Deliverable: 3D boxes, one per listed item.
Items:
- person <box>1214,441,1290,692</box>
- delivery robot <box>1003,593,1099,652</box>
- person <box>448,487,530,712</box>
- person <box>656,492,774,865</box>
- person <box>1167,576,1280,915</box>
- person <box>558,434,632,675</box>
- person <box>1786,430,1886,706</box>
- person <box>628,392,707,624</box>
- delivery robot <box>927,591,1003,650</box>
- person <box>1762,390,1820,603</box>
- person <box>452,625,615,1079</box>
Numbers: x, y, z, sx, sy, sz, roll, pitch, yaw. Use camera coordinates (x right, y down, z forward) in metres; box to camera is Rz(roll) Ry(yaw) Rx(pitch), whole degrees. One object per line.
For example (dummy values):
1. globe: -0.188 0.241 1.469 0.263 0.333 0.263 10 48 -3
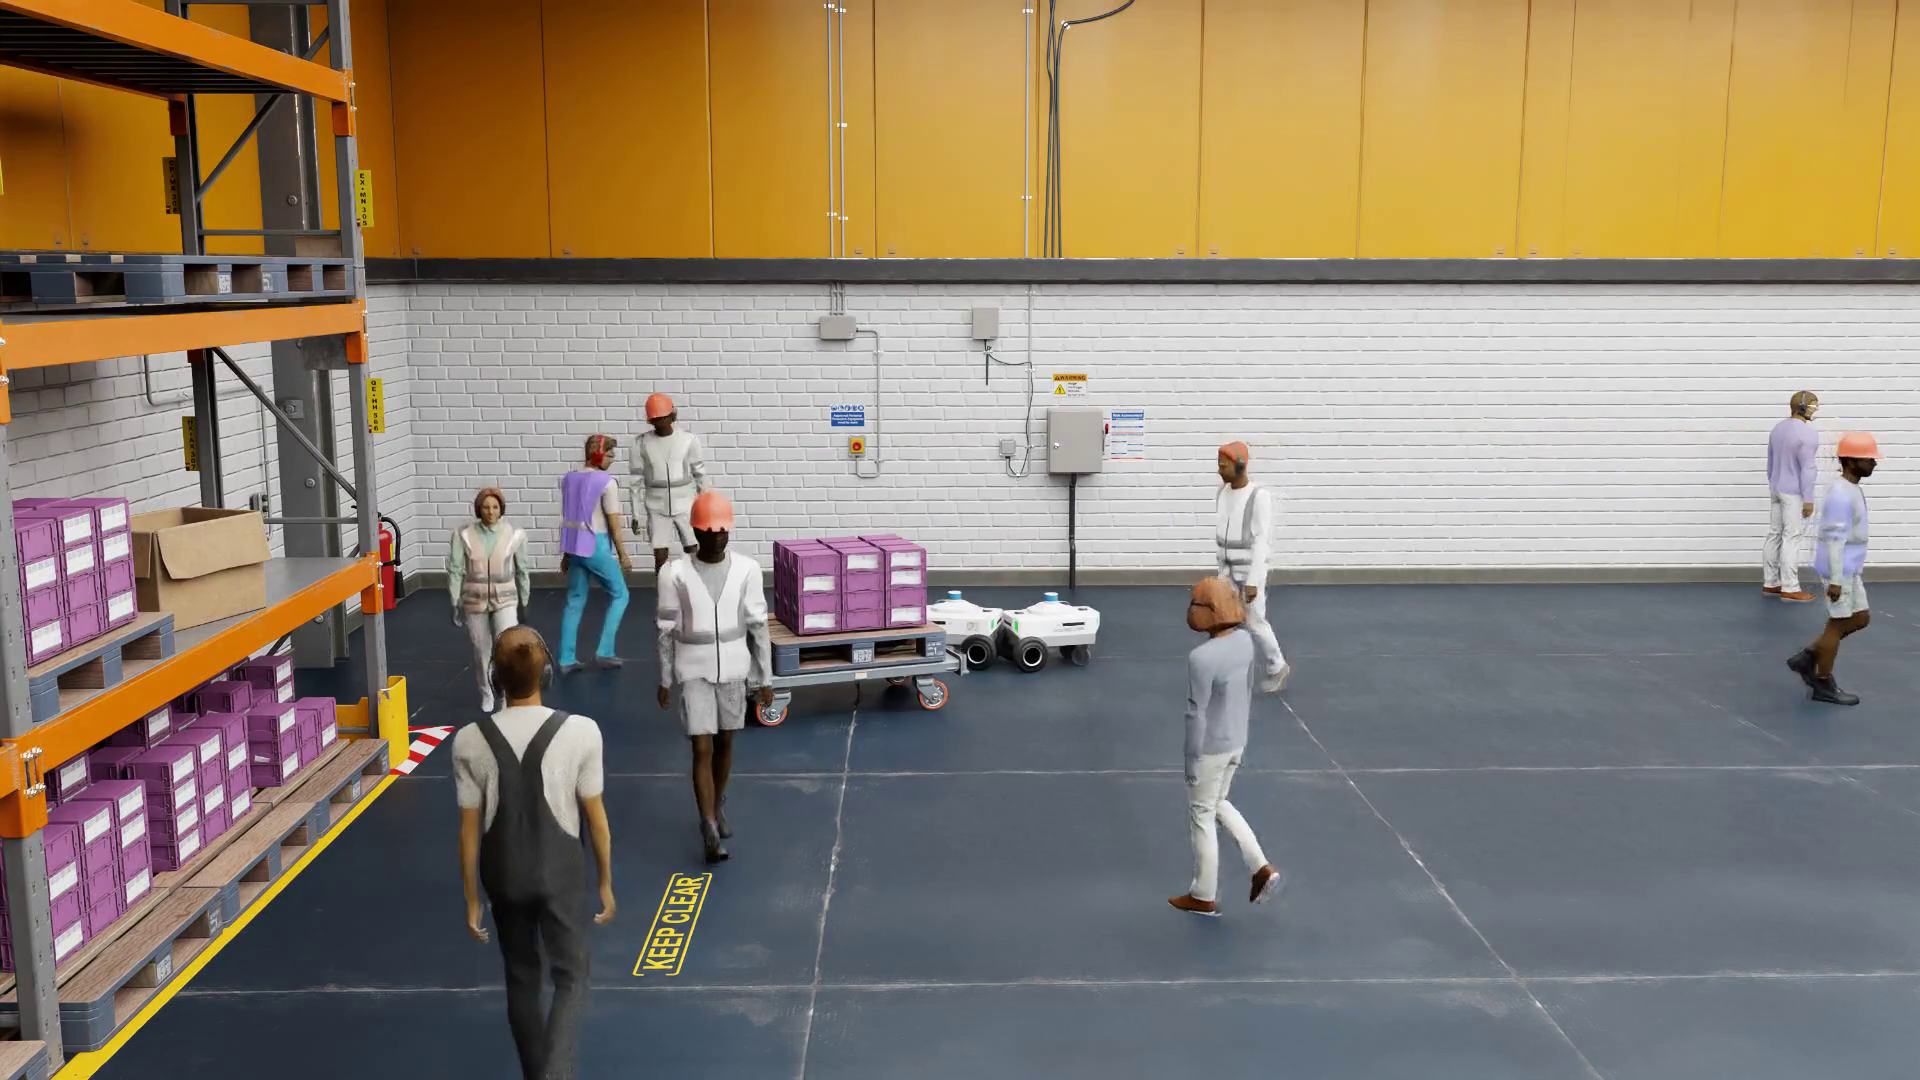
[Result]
1. person: 2.006 0.223 11.686 0.888 1.842 0.572 -7 12 -37
2. delivery robot: 0.699 0.646 12.723 0.707 0.478 0.477 -3 10 -16
3. person: -3.143 0.436 11.136 0.515 1.594 0.879 -2 9 -12
4. person: -1.242 0.702 8.569 0.569 1.889 0.963 -4 10 -21
5. person: 1.213 0.971 7.730 0.436 1.621 0.513 8 12 39
6. person: -2.755 0.113 12.441 0.599 1.807 0.586 7 12 38
7. person: 6.128 0.212 11.569 0.445 1.891 0.566 6 11 34
8. person: -2.491 -0.276 14.228 0.674 2.016 0.606 -2 10 -14
9. delivery robot: -0.042 0.635 12.787 0.707 0.478 0.477 2 9 13
10. person: 7.617 -0.405 15.231 0.376 1.937 0.629 -1 9 -4
11. person: -1.465 1.201 5.719 0.521 1.825 0.786 0 9 -3
